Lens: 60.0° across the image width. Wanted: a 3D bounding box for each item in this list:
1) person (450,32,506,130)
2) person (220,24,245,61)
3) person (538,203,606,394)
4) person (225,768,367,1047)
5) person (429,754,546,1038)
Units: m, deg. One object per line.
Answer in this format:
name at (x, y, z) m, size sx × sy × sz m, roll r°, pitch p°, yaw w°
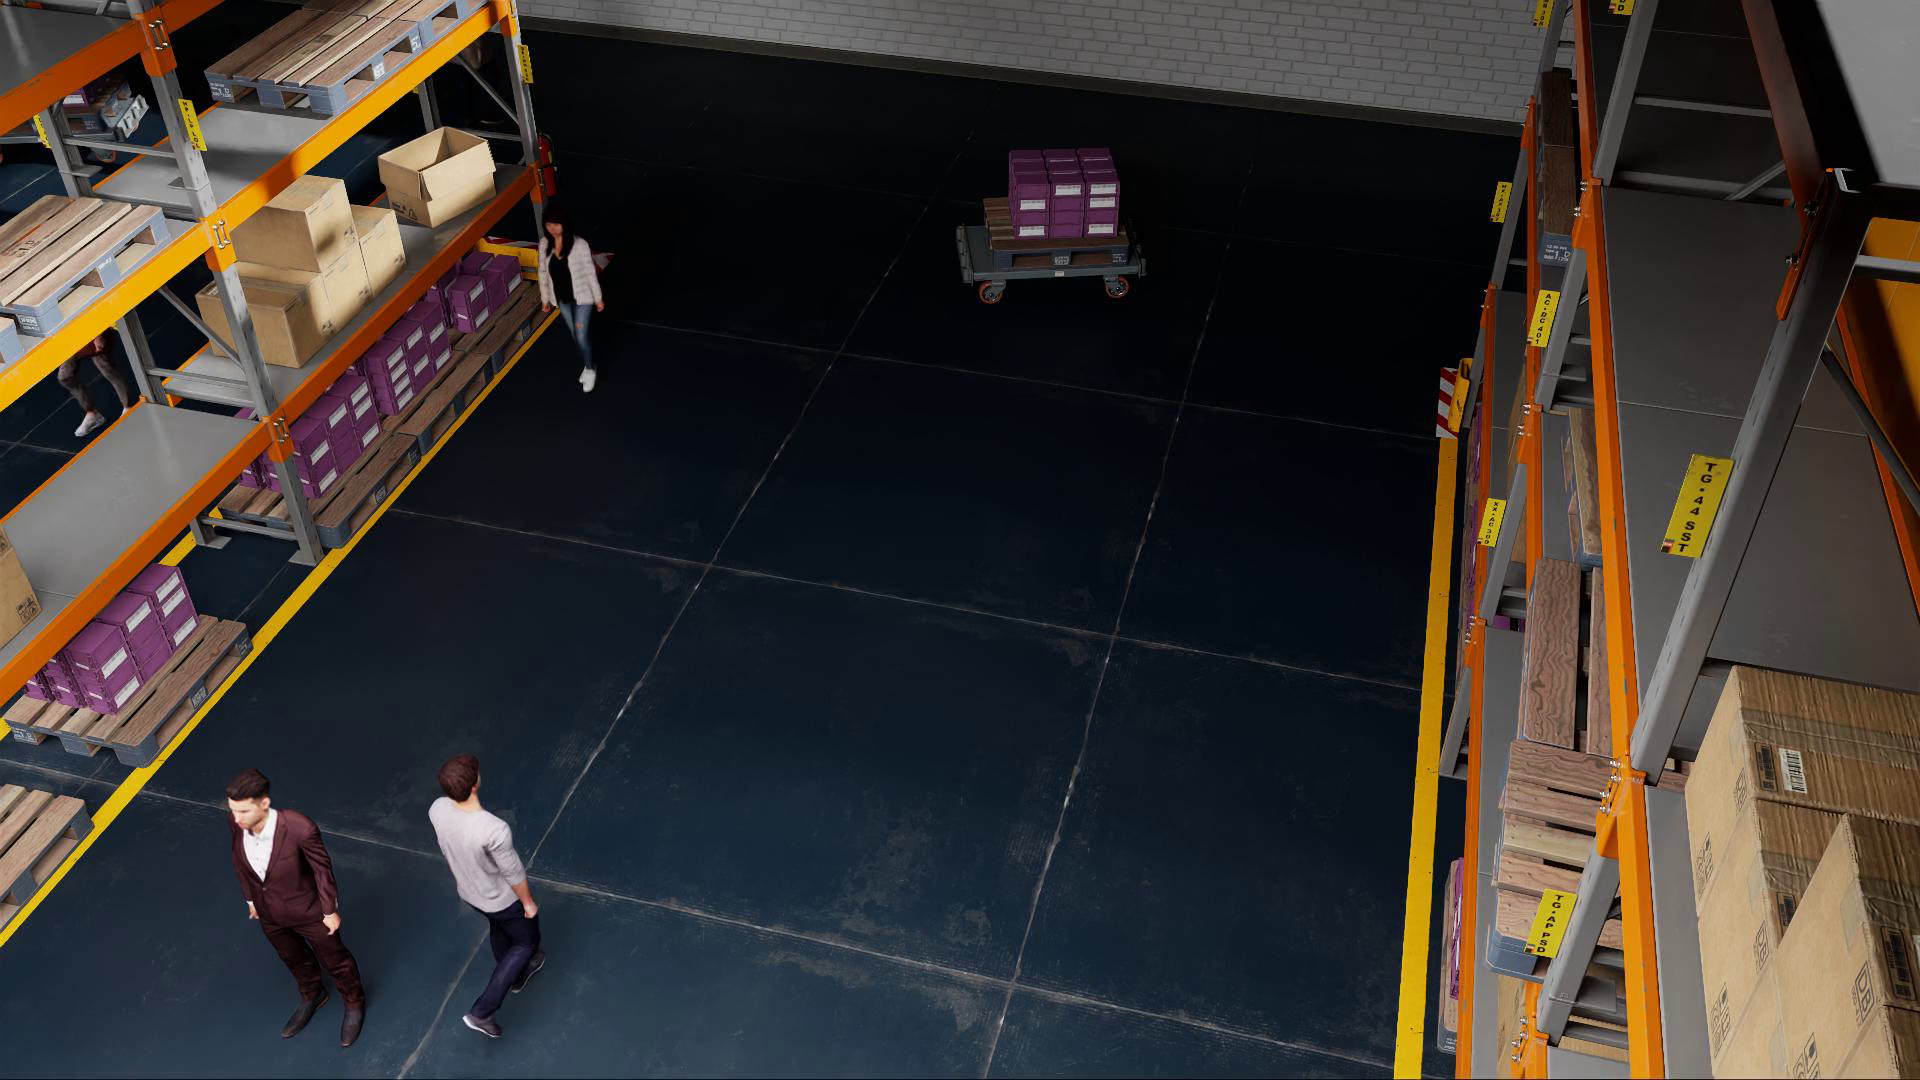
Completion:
person at (-5.214, -5.161, 17.329) m, size 0.725 × 1.880 × 0.698 m, roll 16°, pitch 41°, yaw 19°
person at (-6.895, -4.206, 16.261) m, size 0.606 × 1.720 × 0.500 m, roll 9°, pitch 39°, yaw 11°
person at (-3.141, -2.036, 13.619) m, size 0.643 × 1.626 × 0.605 m, roll 9°, pitch 40°, yaw 11°
person at (-3.434, 1.857, 8.553) m, size 0.693 × 1.865 × 0.614 m, roll 6°, pitch 39°, yaw 8°
person at (-2.468, 1.859, 8.581) m, size 0.825 × 1.828 × 1.005 m, roll 21°, pitch 43°, yaw 24°
